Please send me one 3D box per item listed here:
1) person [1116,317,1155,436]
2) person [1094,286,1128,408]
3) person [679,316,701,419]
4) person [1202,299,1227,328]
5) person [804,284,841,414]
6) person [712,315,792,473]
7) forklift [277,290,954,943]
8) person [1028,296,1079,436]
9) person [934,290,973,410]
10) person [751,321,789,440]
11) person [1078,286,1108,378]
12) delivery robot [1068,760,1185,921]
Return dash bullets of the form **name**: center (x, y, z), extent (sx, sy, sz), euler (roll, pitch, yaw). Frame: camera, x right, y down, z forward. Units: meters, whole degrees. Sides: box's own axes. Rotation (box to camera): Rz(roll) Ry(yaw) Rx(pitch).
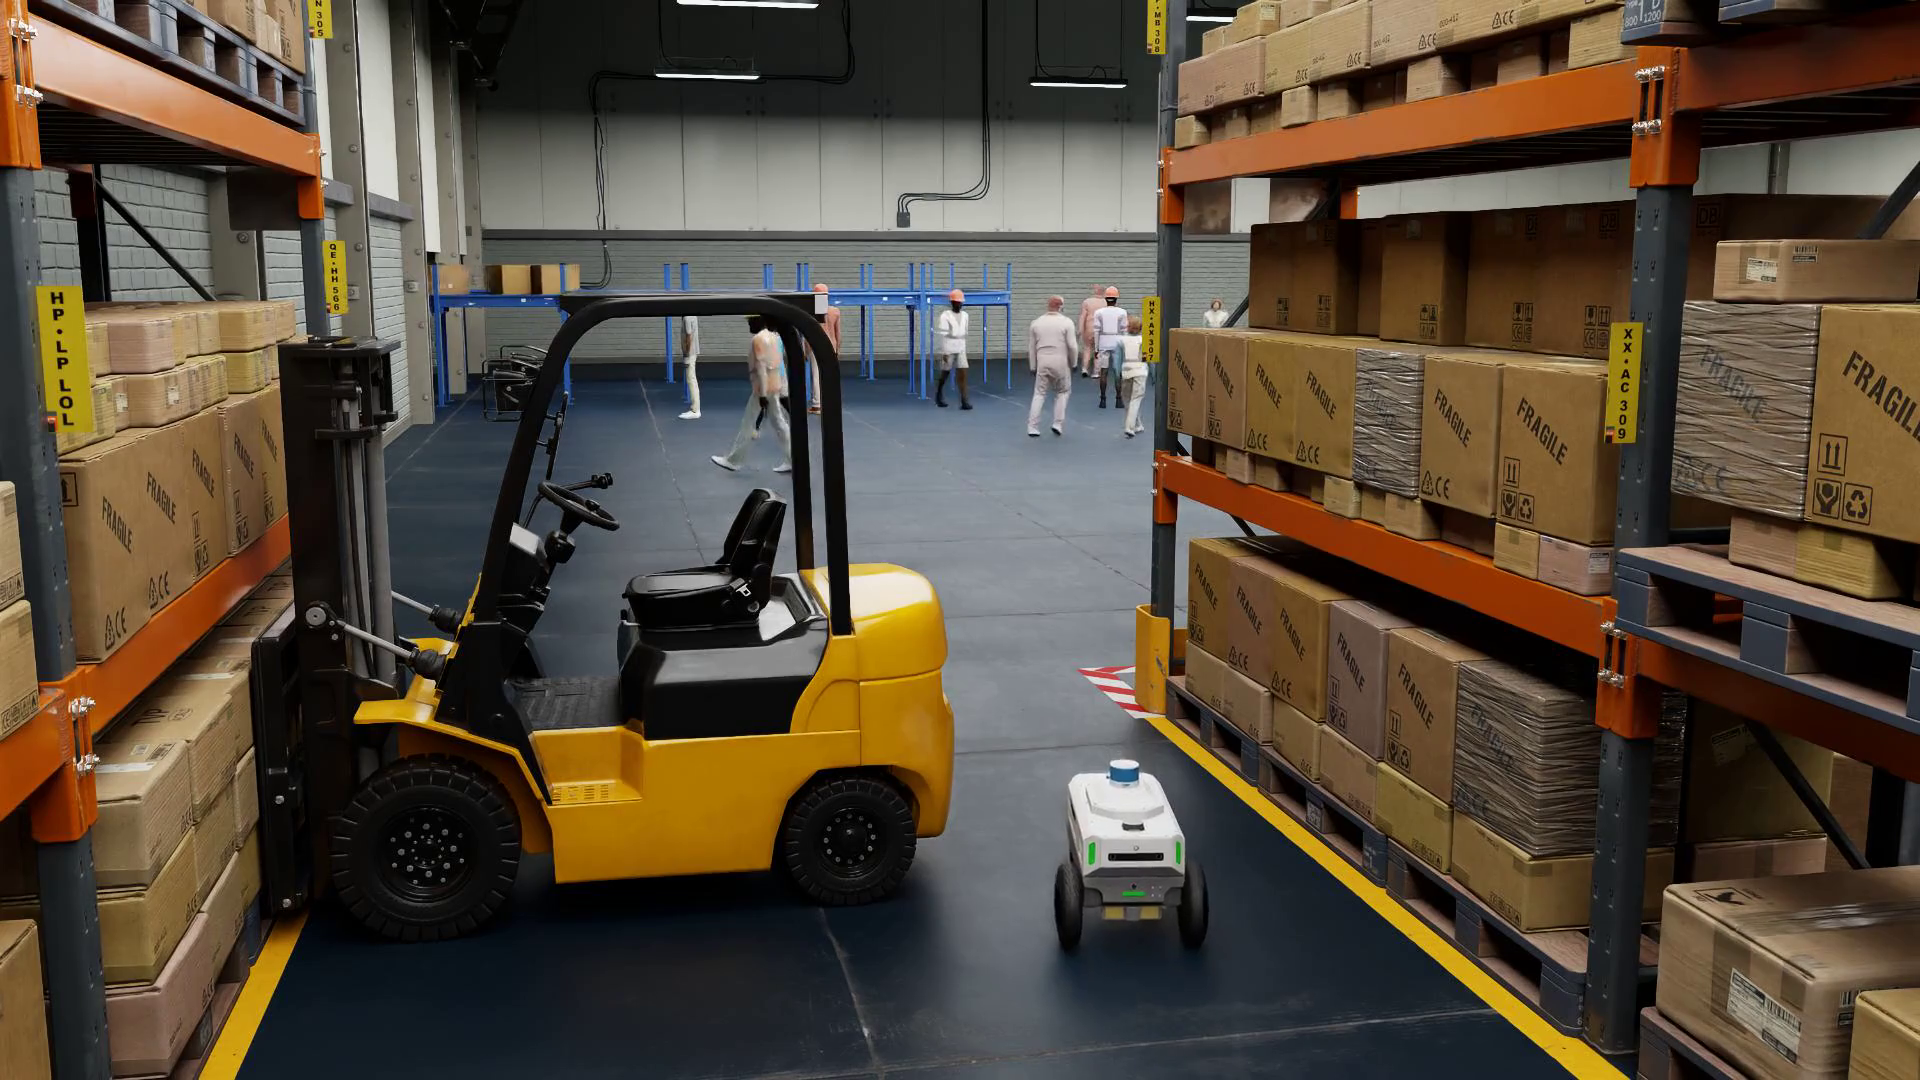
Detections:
- **person**: center (2.355, -2.202, 22.341), extent (0.518, 1.592, 0.889), euler (6, 11, 31)
- **person**: center (2.426, -3.098, 26.742), extent (0.543, 1.939, 0.360), euler (2, 9, 10)
- **person**: center (-4.066, -2.758, 24.916), extent (0.318, 1.864, 0.517), euler (-1, 9, -4)
- **person**: center (5.274, -4.191, 34.430), extent (0.554, 1.604, 0.744), euler (2, 9, 10)
- **person**: center (-2.126, -2.954, 25.691), extent (0.612, 1.995, 0.376), euler (-6, 11, -31)
- **person**: center (-2.210, -1.664, 18.198), extent (1.002, 1.870, 0.616), euler (2, 10, 13)
- **forklift**: center (-1.179, 0.175, 6.143), extent (2.313, 2.155, 1.214), euler (-2, 10, -12)
- **person**: center (1.239, -2.311, 22.206), extent (0.676, 1.855, 0.589), euler (5, 11, 29)
- **person**: center (-0.127, -3.057, 26.636), extent (0.557, 1.900, 0.952), euler (-6, 11, -32)
- **person**: center (-2.442, -2.141, 21.790), extent (0.867, 1.655, 0.539), euler (-6, 11, -33)
- **person**: center (2.797, -4.249, 34.041), extent (0.725, 1.869, 0.561), euler (2, 9, 9)
- **delivery robot**: center (0.568, 1.007, 5.774), extent (0.477, 0.478, 0.707), euler (0, 9, -1)
